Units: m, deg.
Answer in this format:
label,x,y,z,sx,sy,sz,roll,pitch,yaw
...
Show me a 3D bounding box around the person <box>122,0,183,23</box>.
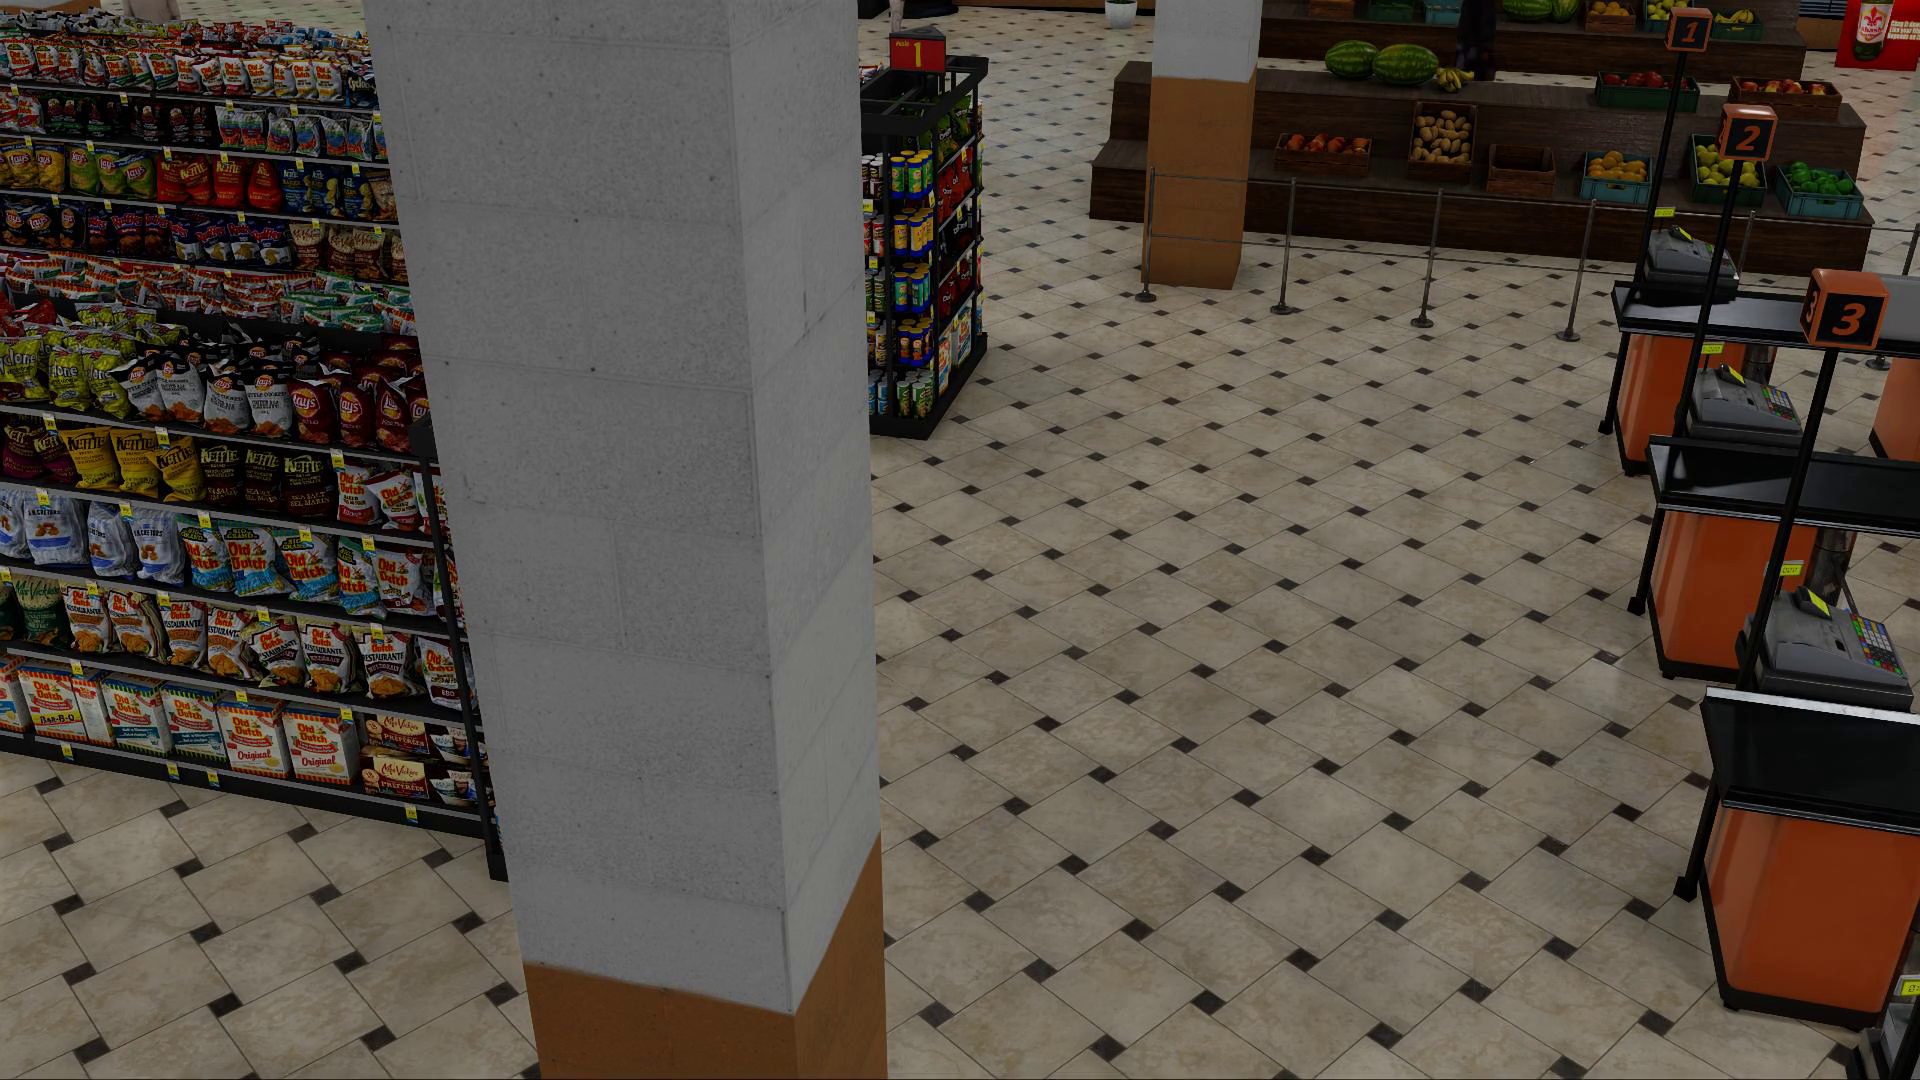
label,x,y,z,sx,sy,sz,roll,pitch,yaw
person,-7.583,-4.664,15.769,0.659,1.808,0.797,-7,29,-13
